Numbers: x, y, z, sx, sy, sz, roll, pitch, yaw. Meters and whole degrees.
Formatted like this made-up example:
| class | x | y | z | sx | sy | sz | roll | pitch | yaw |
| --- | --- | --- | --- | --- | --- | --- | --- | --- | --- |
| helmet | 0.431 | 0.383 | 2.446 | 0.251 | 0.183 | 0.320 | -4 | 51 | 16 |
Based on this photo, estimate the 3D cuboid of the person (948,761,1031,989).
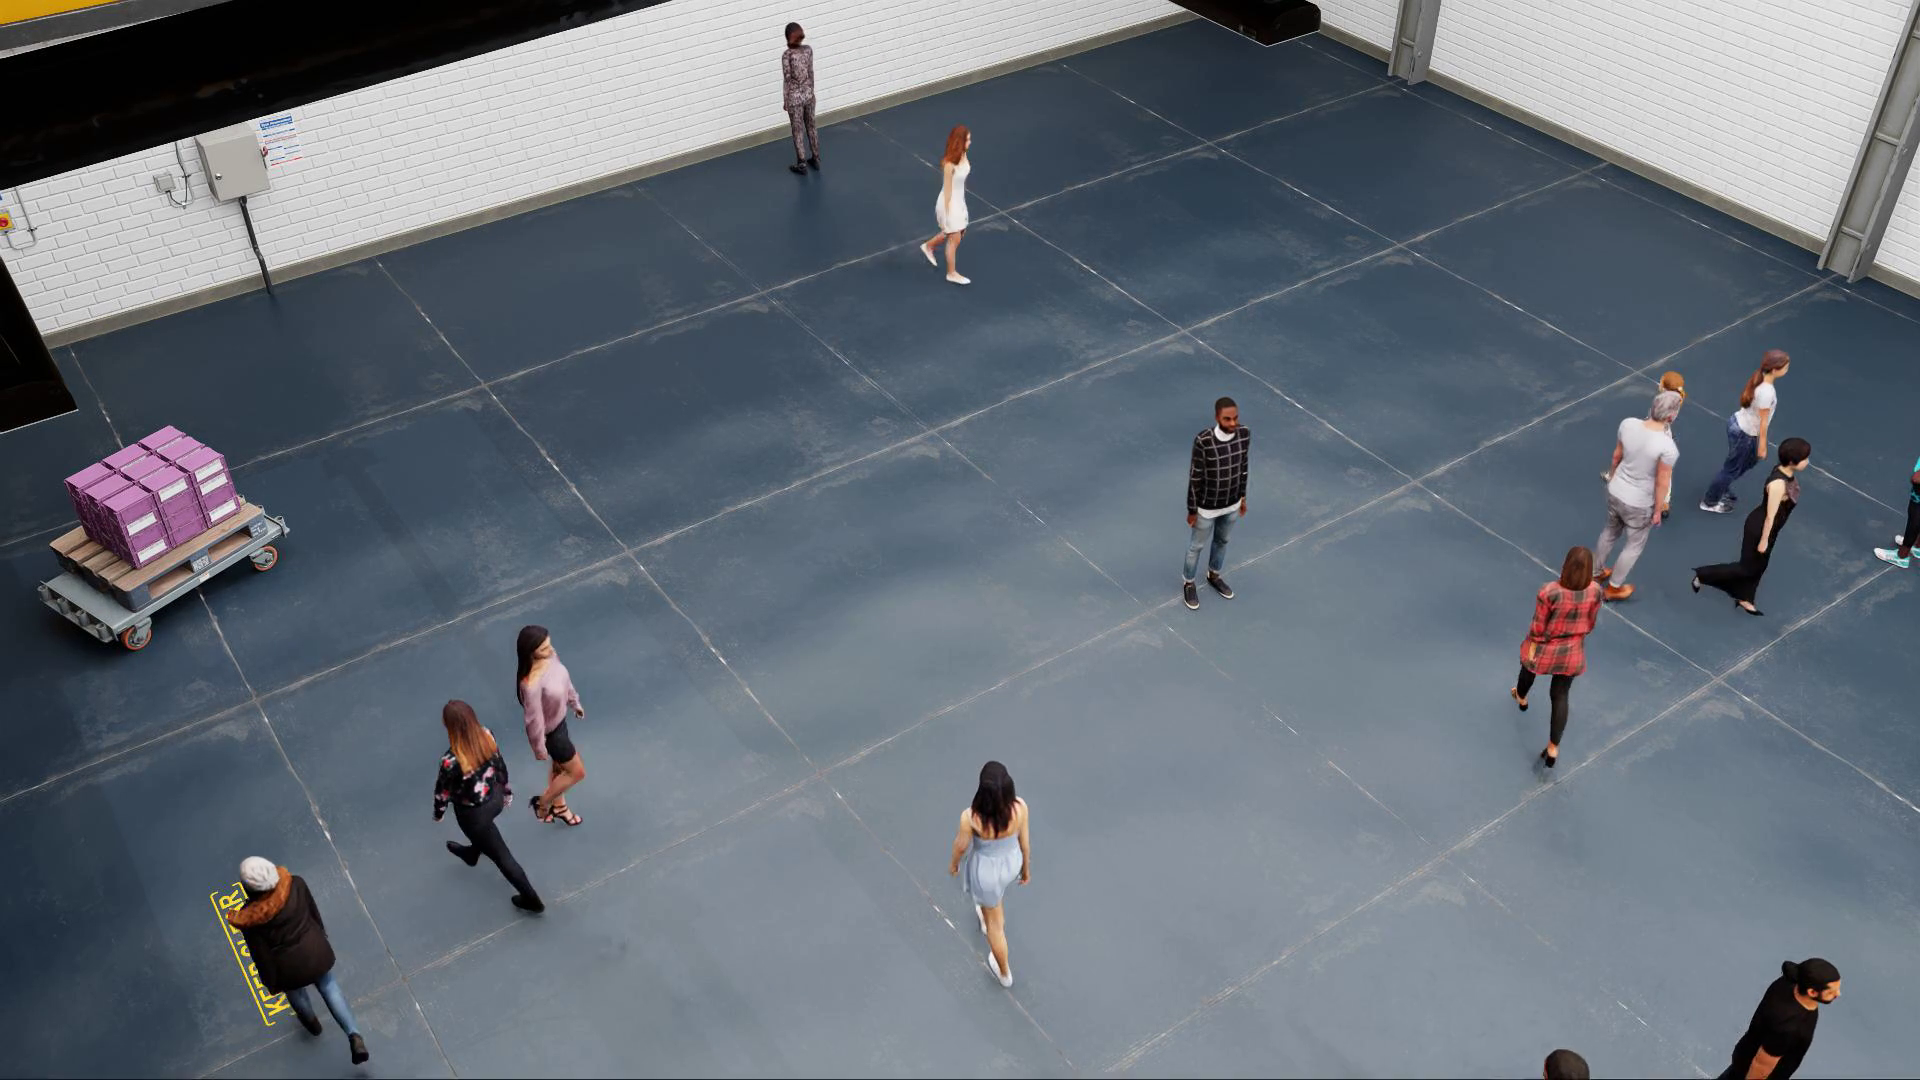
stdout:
| class | x | y | z | sx | sy | sz | roll | pitch | yaw |
| --- | --- | --- | --- | --- | --- | --- | --- | --- | --- |
| person | 0.228 | 2.010 | 9.744 | 0.736 | 1.709 | 0.944 | -14 | 41 | -17 |

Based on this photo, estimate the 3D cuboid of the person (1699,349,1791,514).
| class | x | y | z | sx | sy | sz | roll | pitch | yaw |
| --- | --- | --- | --- | --- | --- | --- | --- | --- | --- |
| person | 6.297 | -0.873 | 13.485 | 0.716 | 1.545 | 0.660 | 9 | 39 | 11 |

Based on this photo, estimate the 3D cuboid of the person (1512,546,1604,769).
| class | x | y | z | sx | sy | sz | roll | pitch | yaw |
| --- | --- | --- | --- | --- | --- | --- | --- | --- | --- |
| person | 4.080 | 0.794 | 11.303 | 1.052 | 1.663 | 1.191 | 2 | 39 | 2 |

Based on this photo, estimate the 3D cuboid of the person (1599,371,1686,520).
| class | x | y | z | sx | sy | sz | roll | pitch | yaw |
| --- | --- | --- | --- | --- | --- | --- | --- | --- | --- |
| person | 5.718 | -0.762 | 13.561 | 0.628 | 1.277 | 0.987 | -18 | 42 | -21 |

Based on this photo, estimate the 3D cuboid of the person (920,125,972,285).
| class | x | y | z | sx | sy | sz | roll | pitch | yaw |
| --- | --- | --- | --- | --- | --- | --- | --- | --- | --- |
| person | -0.174 | -3.318 | 16.437 | 0.927 | 1.682 | 0.771 | 19 | 42 | 22 |

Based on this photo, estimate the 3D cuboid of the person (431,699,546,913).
| class | x | y | z | sx | sy | sz | roll | pitch | yaw |
| --- | --- | --- | --- | --- | --- | --- | --- | --- | --- |
| person | -2.879 | 1.683 | 10.216 | 1.162 | 1.630 | 0.927 | 18 | 42 | 21 |

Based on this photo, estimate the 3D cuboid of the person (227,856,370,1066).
| class | x | y | z | sx | sy | sz | roll | pitch | yaw |
| --- | --- | --- | --- | --- | --- | --- | --- | --- | --- |
| person | -3.701 | 2.367 | 9.369 | 1.008 | 1.619 | 0.732 | 31 | 48 | 33 |

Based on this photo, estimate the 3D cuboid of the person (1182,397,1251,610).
| class | x | y | z | sx | sy | sz | roll | pitch | yaw |
| --- | --- | --- | --- | --- | --- | --- | --- | --- | --- |
| person | 1.928 | -0.317 | 12.567 | 0.704 | 1.821 | 0.628 | -15 | 41 | -18 |

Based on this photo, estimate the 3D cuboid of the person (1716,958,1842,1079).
| class | x | y | z | sx | sy | sz | roll | pitch | yaw |
| --- | --- | --- | --- | --- | --- | --- | --- | --- | --- |
| person | 4.155 | 2.753 | 8.794 | 1.086 | 1.734 | 0.920 | 19 | 42 | 22 |

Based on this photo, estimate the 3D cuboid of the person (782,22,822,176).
| class | x | y | z | sx | sy | sz | roll | pitch | yaw |
| --- | --- | --- | --- | --- | --- | --- | --- | --- | --- |
| person | -1.766 | -4.884 | 18.372 | 0.582 | 1.714 | 0.545 | -28 | 47 | -31 |

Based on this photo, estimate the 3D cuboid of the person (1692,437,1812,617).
| class | x | y | z | sx | sy | sz | roll | pitch | yaw |
| --- | --- | --- | --- | --- | --- | --- | --- | --- | --- |
| person | 5.949 | -0.097 | 12.480 | 0.916 | 1.586 | 0.774 | 20 | 43 | 23 |

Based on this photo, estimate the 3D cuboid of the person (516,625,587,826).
| class | x | y | z | sx | sy | sz | roll | pitch | yaw |
| --- | --- | --- | --- | --- | --- | --- | --- | --- | --- |
| person | -2.715 | 1.226 | 10.653 | 0.850 | 1.799 | 0.777 | -2 | 39 | -2 |

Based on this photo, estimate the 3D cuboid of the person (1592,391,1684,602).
| class | x | y | z | sx | sy | sz | roll | pitch | yaw |
| --- | --- | --- | --- | --- | --- | --- | --- | --- | --- |
| person | 5.070 | -0.312 | 12.569 | 0.787 | 1.811 | 0.569 | -17 | 42 | -20 |
